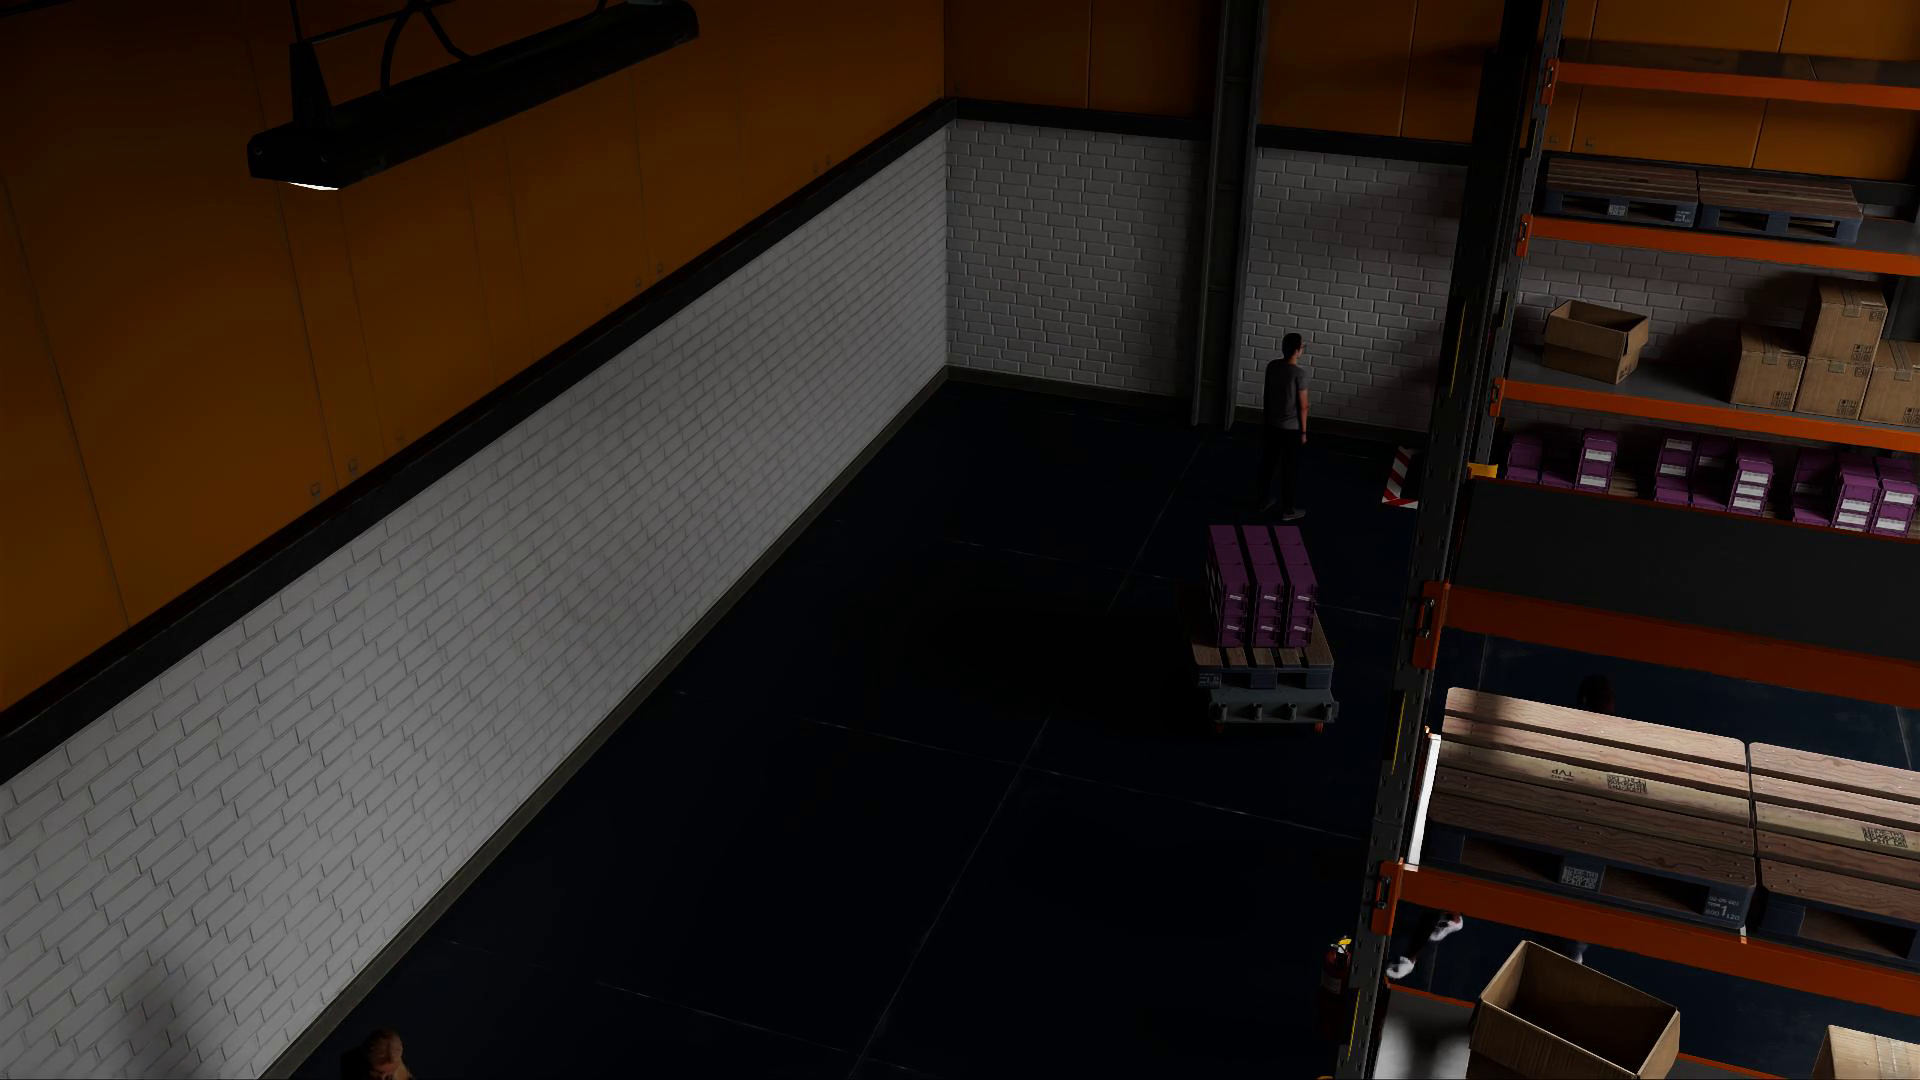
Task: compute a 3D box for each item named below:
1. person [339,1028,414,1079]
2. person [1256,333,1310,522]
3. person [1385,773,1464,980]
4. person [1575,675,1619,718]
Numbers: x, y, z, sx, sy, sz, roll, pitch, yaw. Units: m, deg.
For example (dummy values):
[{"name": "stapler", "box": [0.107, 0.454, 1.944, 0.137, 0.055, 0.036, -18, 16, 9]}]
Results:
[{"name": "person", "box": [-2.675, 2.867, 7.778, 0.563, 1.807, 0.786, 26, 38, 38]}, {"name": "person", "box": [2.919, -1.032, 14.982, 0.762, 1.754, 0.640, -24, 37, -36]}, {"name": "person", "box": [2.970, 1.759, 9.923, 1.063, 1.698, 1.073, -18, 33, -29]}, {"name": "person", "box": [3.930, 1.574, 10.343, 1.111, 1.622, 0.784, 2, 29, 3]}]
